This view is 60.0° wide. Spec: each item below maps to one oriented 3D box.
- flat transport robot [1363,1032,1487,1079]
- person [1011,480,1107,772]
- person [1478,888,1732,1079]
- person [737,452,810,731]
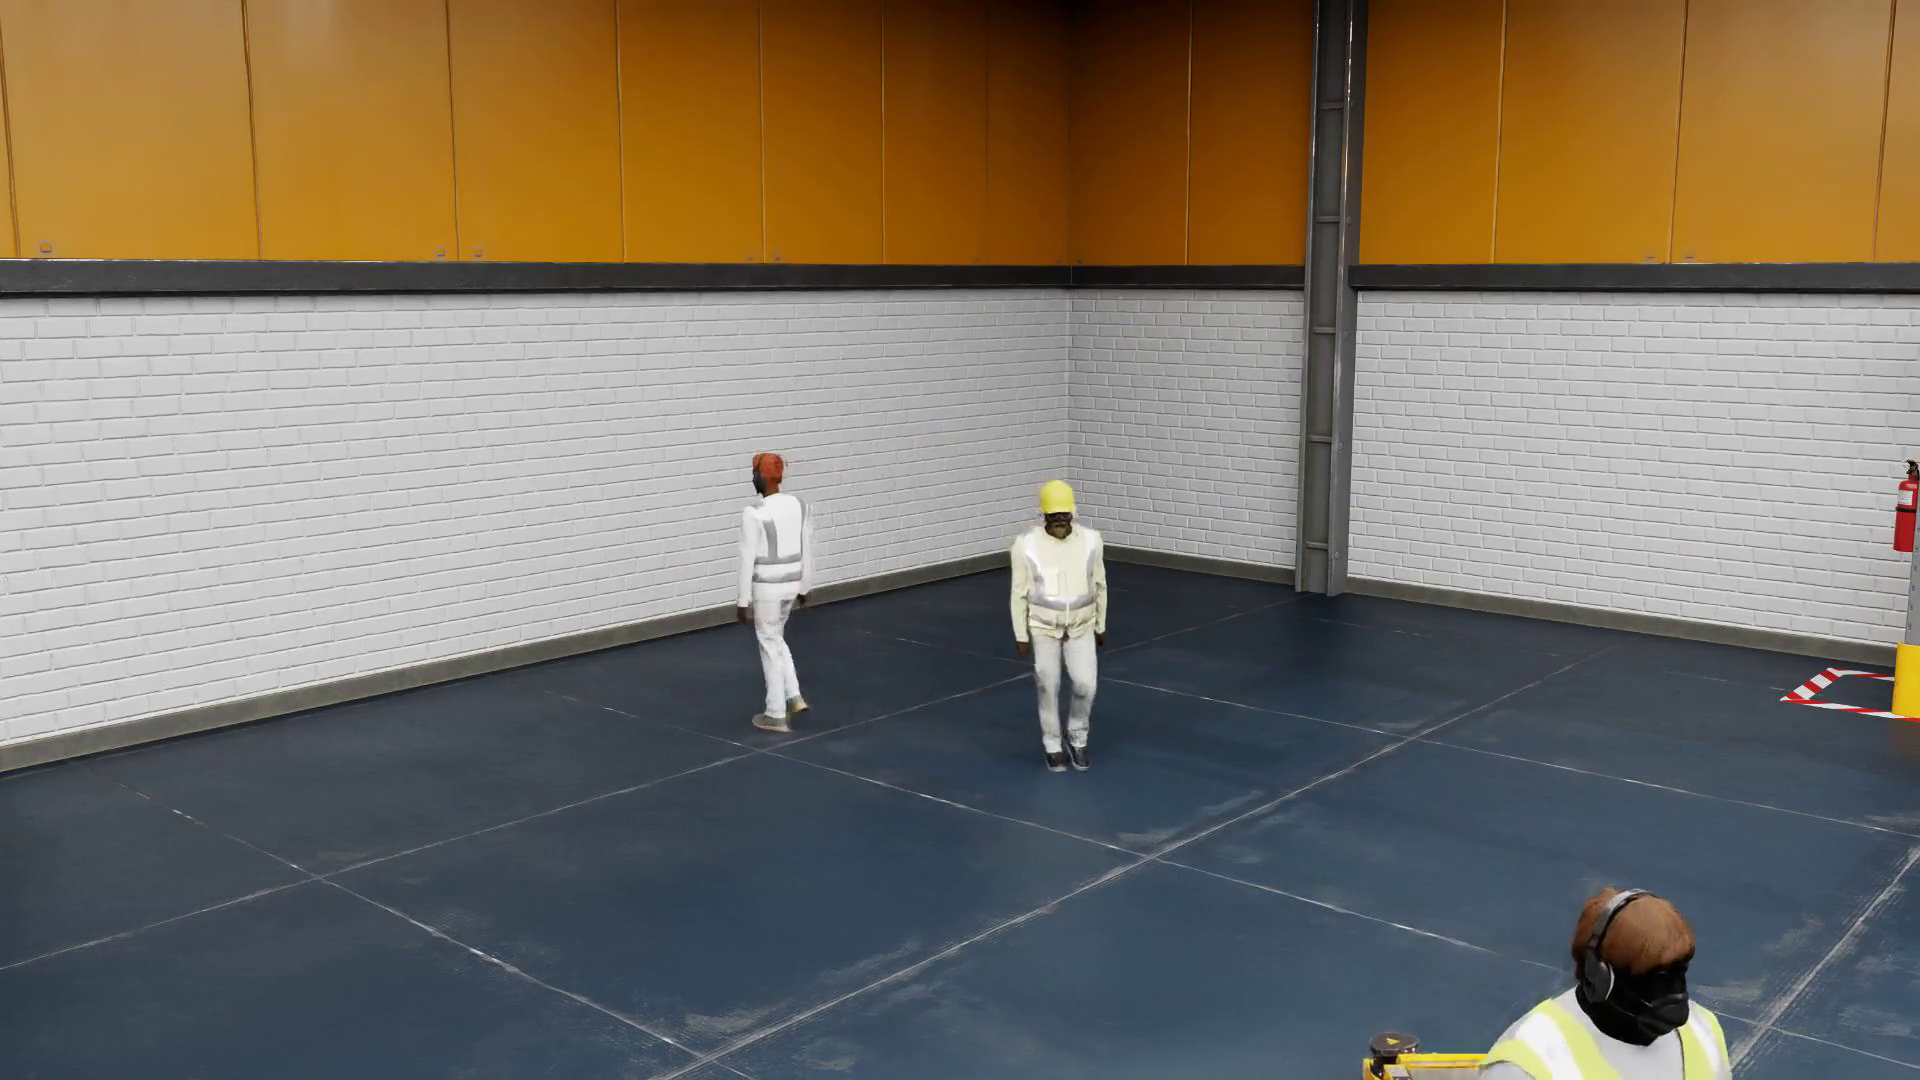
[{"bbox_3d":[1.840,2.031,5.501,0.652,0.197,1.431,0,9,-1],"label":"flat transport robot"},{"bbox_3d":[0.610,0.533,10.089,0.610,1.809,0.473,-1,9,-8],"label":"person"},{"bbox_3d":[1.336,1.579,3.544,0.633,1.812,0.901,-5,10,-26],"label":"person"},{"bbox_3d":[-1.258,0.349,11.043,0.412,1.872,0.602,7,11,36],"label":"person"}]
